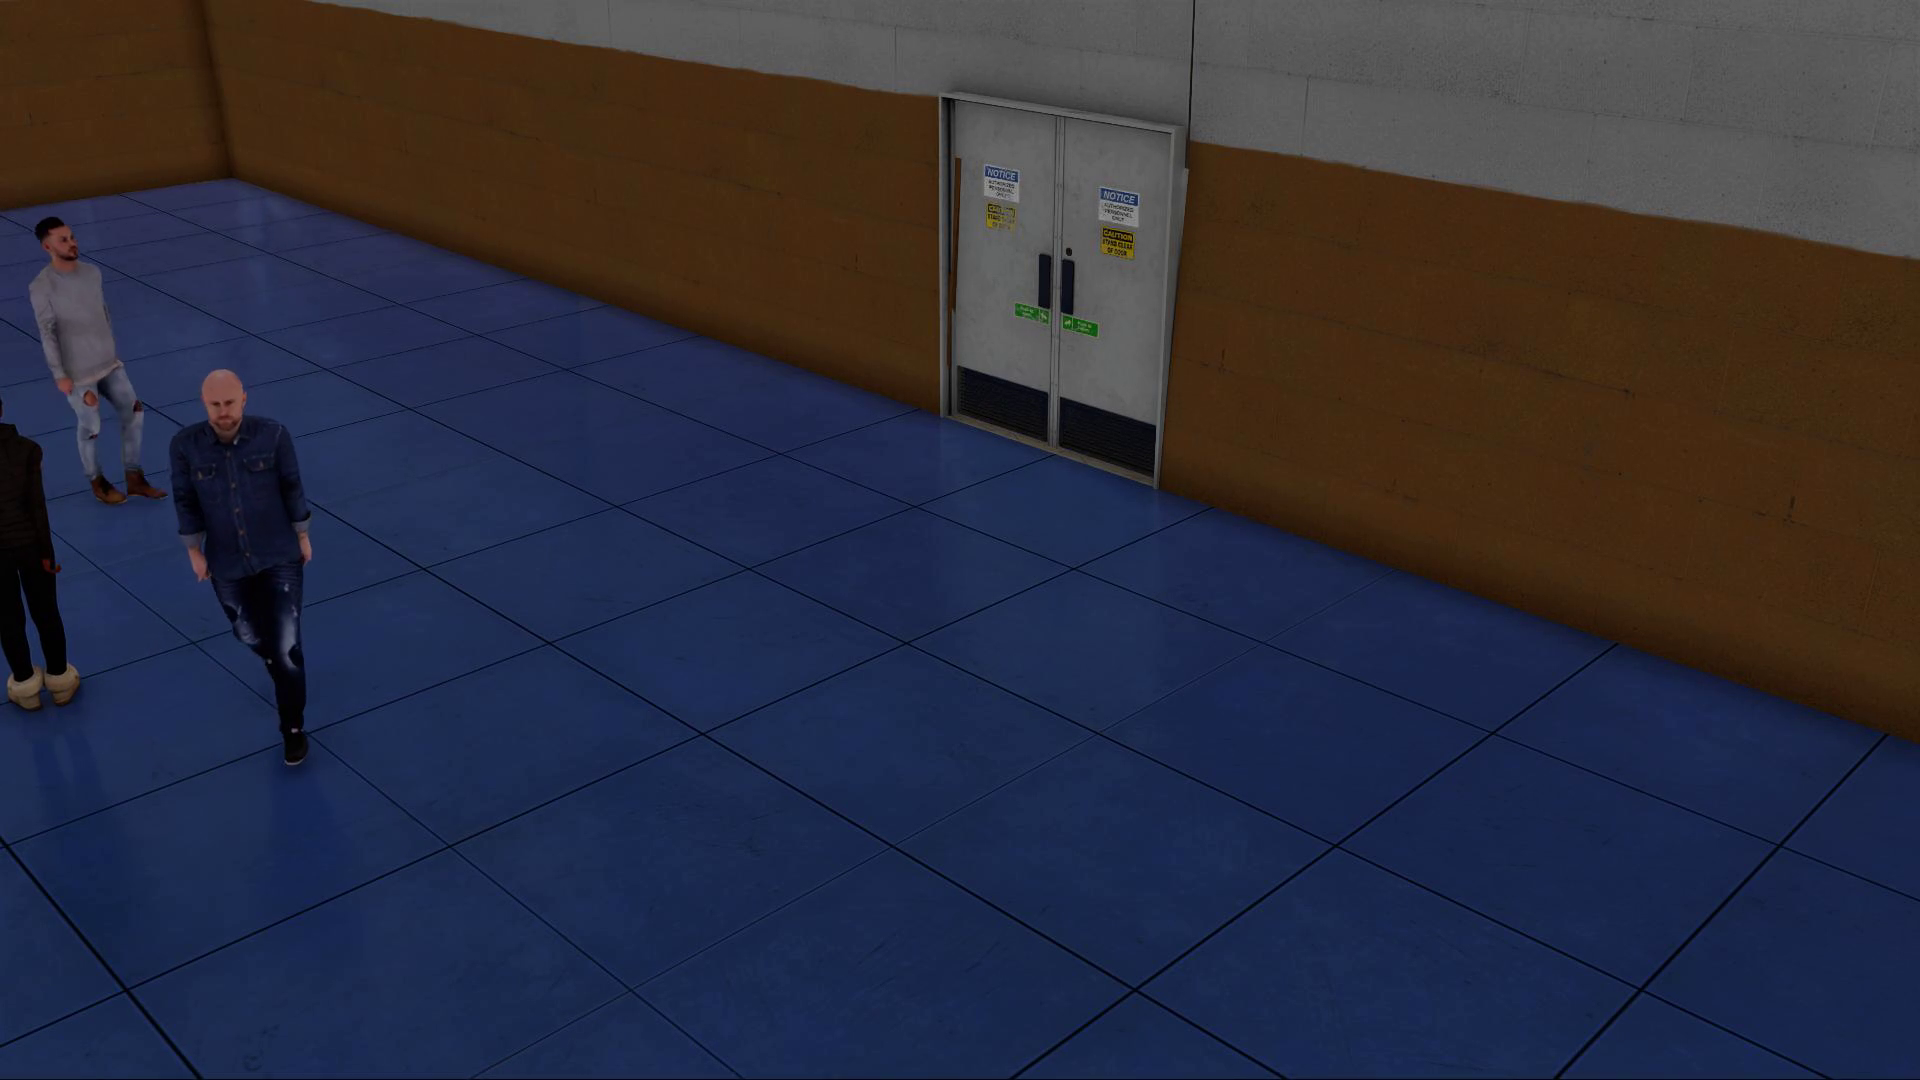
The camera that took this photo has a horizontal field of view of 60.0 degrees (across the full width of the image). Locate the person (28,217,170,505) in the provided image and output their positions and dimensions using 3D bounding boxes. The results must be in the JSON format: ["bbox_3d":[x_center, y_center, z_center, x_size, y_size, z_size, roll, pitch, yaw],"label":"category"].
[{"bbox_3d":[-5.436,-1.089,10.243,0.910,1.822,0.828,10,26,22],"label":"person"}]

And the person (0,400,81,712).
[{"bbox_3d":[-4.465,0.050,7.843,0.668,1.660,0.599,9,25,19],"label":"person"}]

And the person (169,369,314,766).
[{"bbox_3d":[-3.243,0.073,7.632,1.238,1.787,1.157,-6,24,-13],"label":"person"}]
